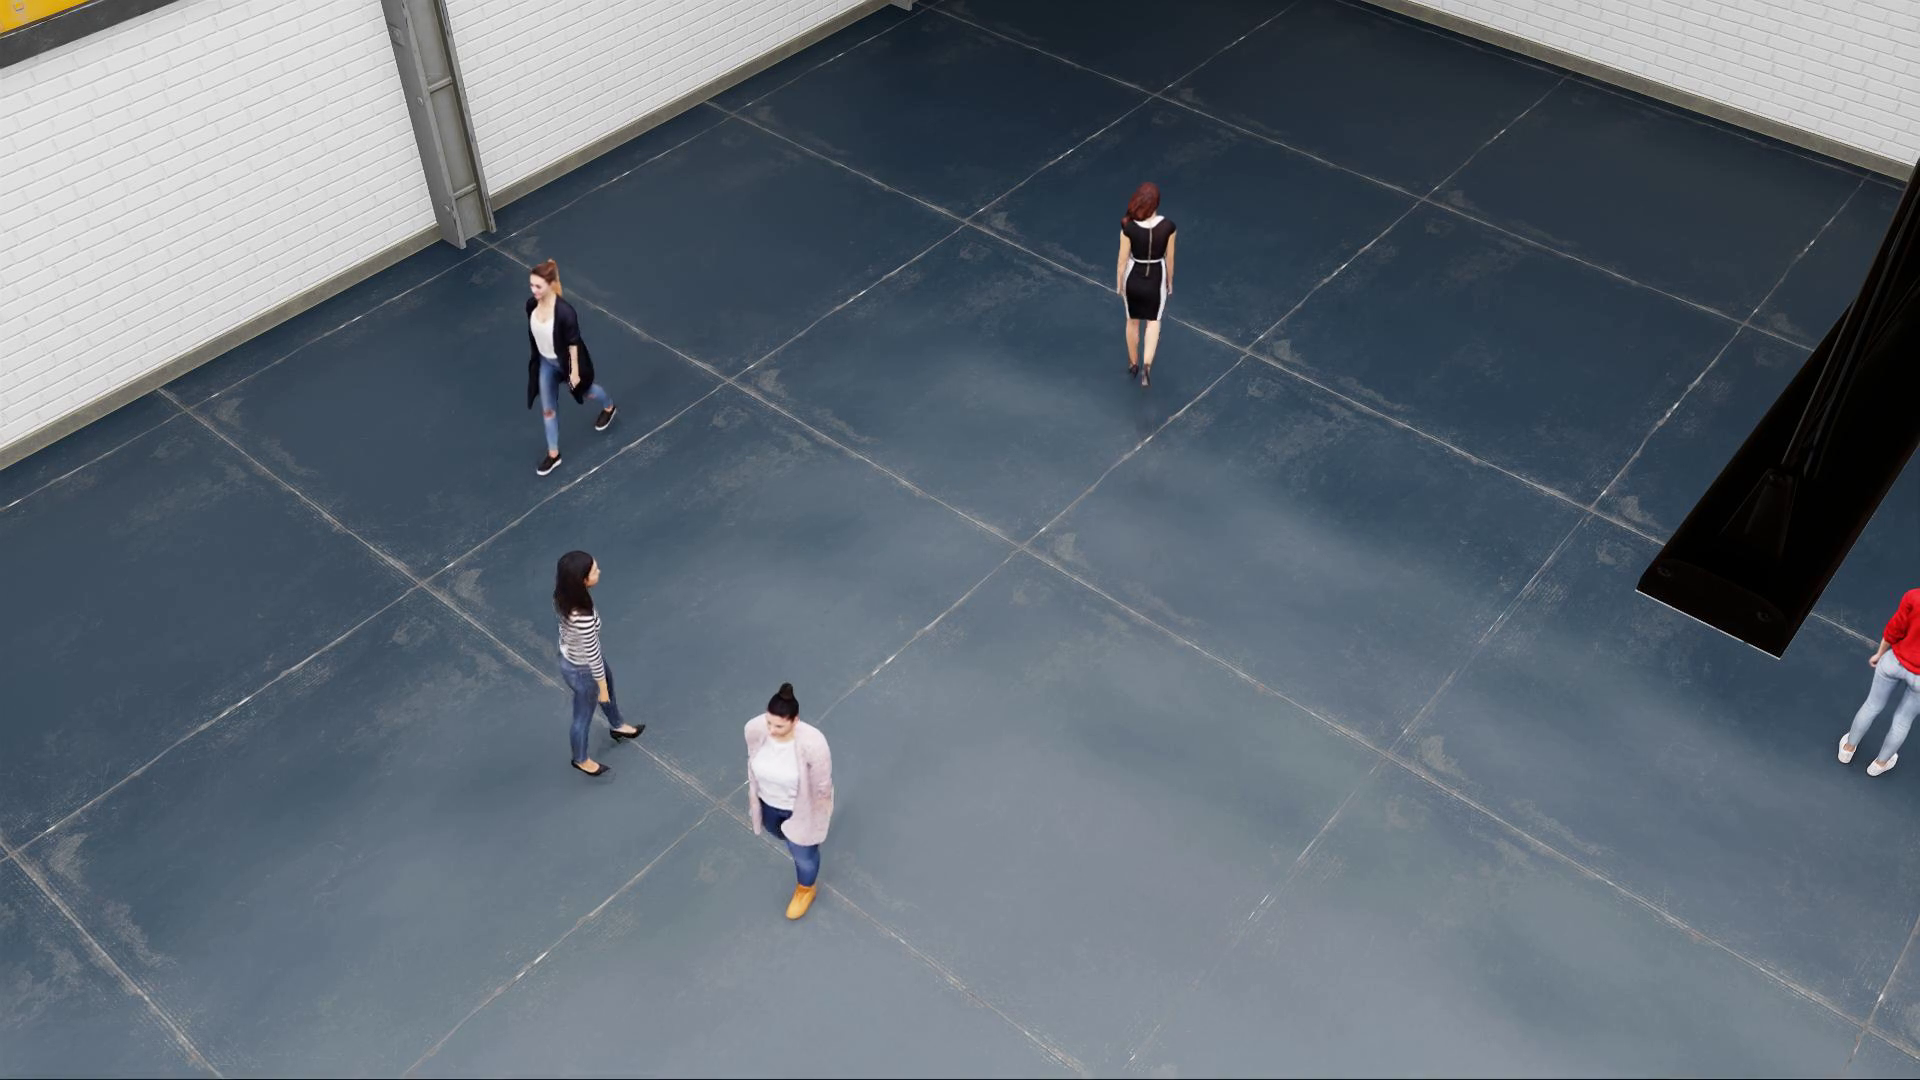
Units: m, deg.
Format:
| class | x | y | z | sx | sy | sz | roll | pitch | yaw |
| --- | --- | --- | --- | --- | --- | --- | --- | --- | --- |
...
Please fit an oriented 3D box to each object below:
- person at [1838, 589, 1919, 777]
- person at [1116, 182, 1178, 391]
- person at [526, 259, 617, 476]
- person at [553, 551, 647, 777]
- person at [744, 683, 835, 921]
| class | x | y | z | sx | sy | sz | roll | pitch | yaw |
| --- | --- | --- | --- | --- | --- | --- | --- | --- | --- |
| person | 5.696 | 0.769 | 9.958 | 0.620 | 1.704 | 0.515 | 32 | 52 | 29 |
| person | 1.416 | -1.876 | 12.678 | 0.856 | 1.782 | 0.944 | 2 | 44 | 2 |
| person | -2.853 | -1.341 | 12.217 | 0.770 | 1.644 | 1.165 | 21 | 47 | 20 |
| person | -2.286 | 0.778 | 9.901 | 0.867 | 1.770 | 0.775 | -15 | 46 | -16 |
| person | -0.891 | 1.368 | 9.315 | 0.811 | 1.723 | 1.012 | 19 | 47 | 18 |
